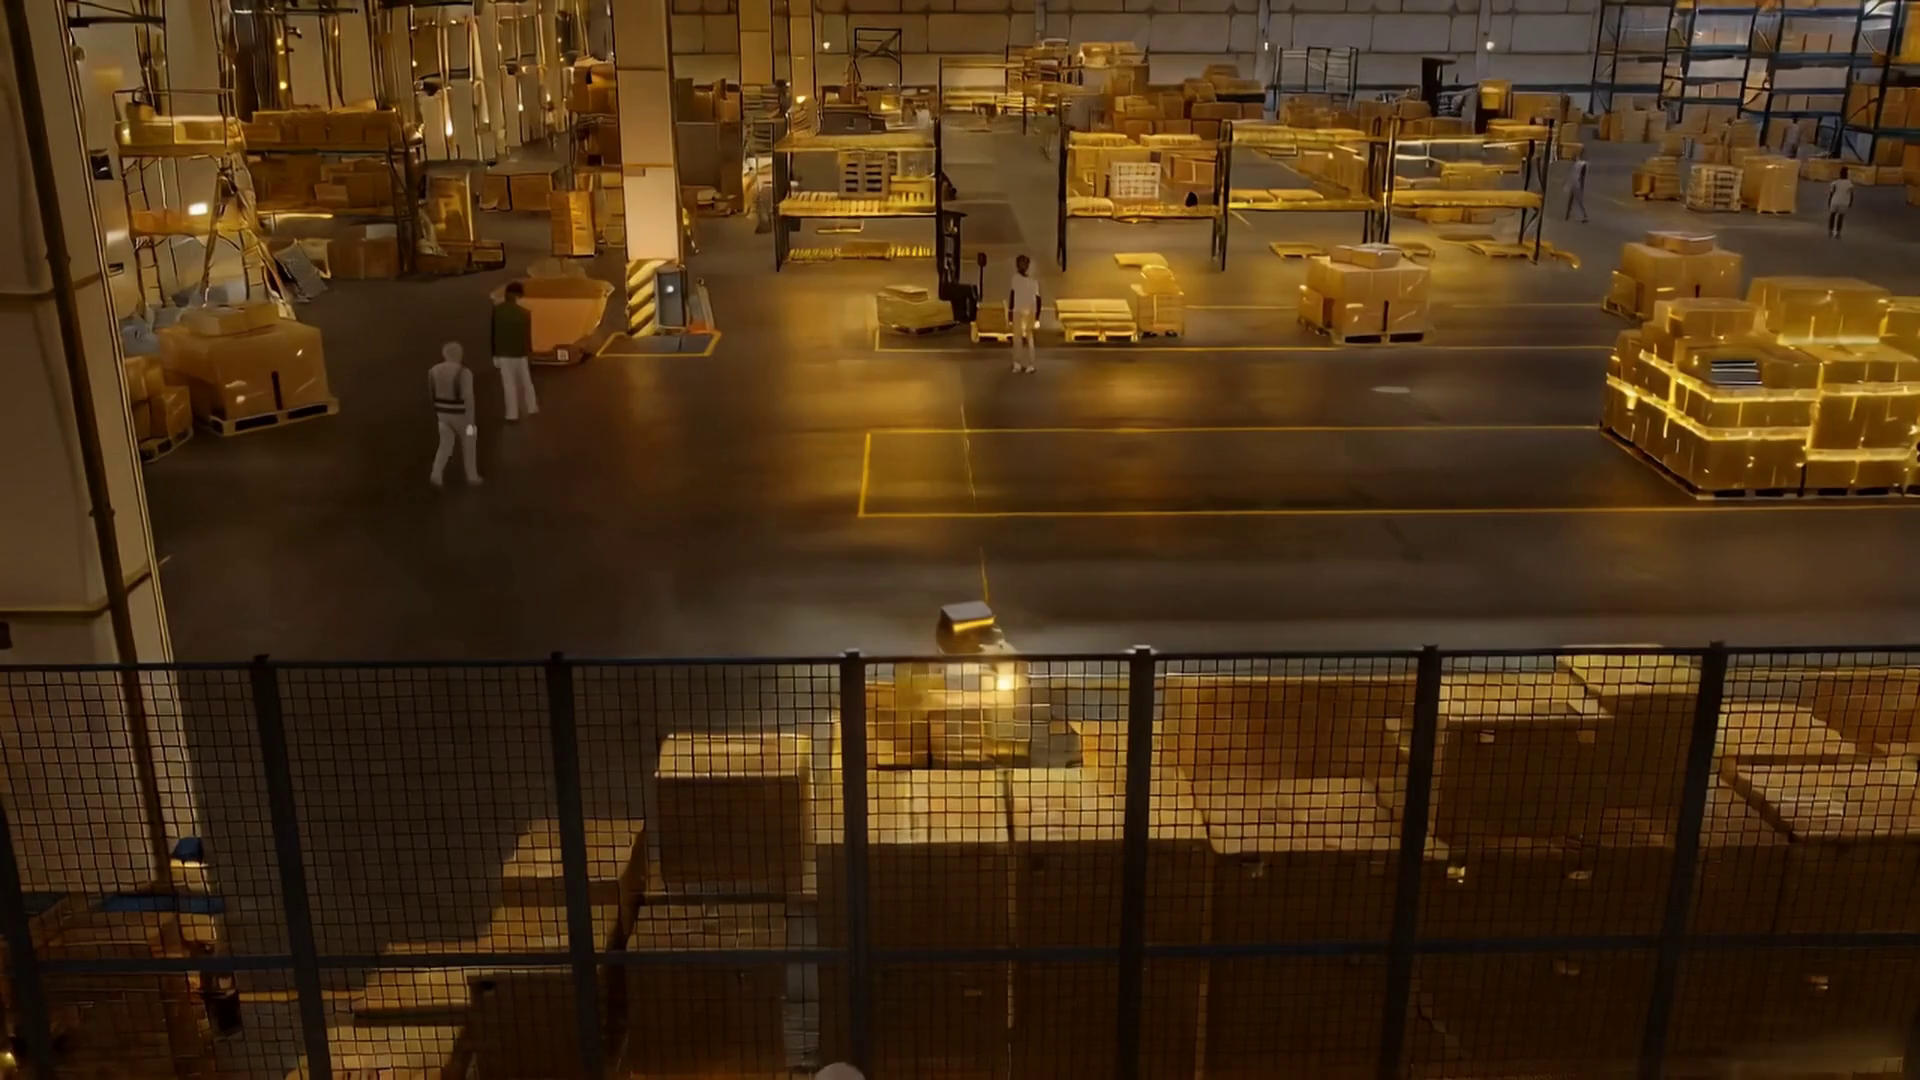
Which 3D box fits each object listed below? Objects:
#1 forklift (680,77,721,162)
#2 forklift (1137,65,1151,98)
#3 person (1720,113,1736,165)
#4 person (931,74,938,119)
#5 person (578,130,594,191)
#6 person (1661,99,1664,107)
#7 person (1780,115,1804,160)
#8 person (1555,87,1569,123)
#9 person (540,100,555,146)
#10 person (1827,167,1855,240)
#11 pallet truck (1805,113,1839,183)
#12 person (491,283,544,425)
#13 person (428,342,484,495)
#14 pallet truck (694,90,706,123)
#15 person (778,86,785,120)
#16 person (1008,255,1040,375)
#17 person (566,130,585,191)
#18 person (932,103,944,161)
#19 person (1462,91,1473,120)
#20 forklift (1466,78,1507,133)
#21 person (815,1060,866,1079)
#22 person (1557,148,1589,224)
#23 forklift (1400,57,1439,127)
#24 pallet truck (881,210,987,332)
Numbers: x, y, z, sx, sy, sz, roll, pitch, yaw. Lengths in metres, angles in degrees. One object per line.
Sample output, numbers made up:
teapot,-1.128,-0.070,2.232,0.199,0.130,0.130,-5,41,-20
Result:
forklift,-8.944,-13.866,55.007,1.873,2.768,1.129,-1,19,-1
forklift,6.899,-16.526,62.896,1.873,2.768,1.129,4,19,13
person,24.190,-12.516,52.506,0.402,1.904,0.652,4,19,11
person,-1.061,-19.450,73.027,0.368,1.933,0.552,-10,21,-26
person,-10.795,-10.866,47.755,0.595,1.835,0.842,-2,19,-7
person,27.583,-16.707,65.365,0.483,1.624,0.576,-6,20,-18
person,25.895,-12.239,51.678,0.984,1.902,0.677,-17,25,-40
person,23.709,-16.891,65.497,0.633,1.897,0.871,-10,21,-27
person,-15.258,-15.418,61.525,0.518,1.637,0.309,0,19,-1
person,20.828,-7.962,39.346,0.541,1.684,0.391,8,20,22
pallet truck,26.403,-11.957,50.702,0.823,1.965,1.885,6,19,16
person,-6.135,-2.549,22.895,0.386,1.941,0.710,12,22,33
person,-6.059,-1.437,19.784,0.636,1.816,0.811,6,20,17
pallet truck,-9.671,-15.907,62.421,0.823,1.965,1.885,5,19,15
person,-7.151,-17.135,66.237,0.417,1.896,0.797,1,19,3
person,0.996,-3.503,25.822,0.533,1.868,0.310,14,23,36
person,-10.874,-10.663,47.098,0.508,1.846,0.345,-5,19,-14
person,-0.751,-13.788,56.224,0.359,1.938,0.632,11,21,29
person,18.869,-15.676,61.835,0.623,1.952,1.038,16,25,40
forklift,17.246,-13.658,54.390,1.129,2.768,1.873,0,19,-1
person,-0.448,2.933,6.634,0.549,1.935,0.391,9,21,26
person,15.510,-8.910,41.842,0.552,1.897,0.723,-3,19,-10
forklift,19.363,-18.501,68.756,1.873,2.768,1.129,-1,19,-1
pallet truck,-0.493,-4.759,29.349,1.885,1.965,0.823,-13,23,-34
